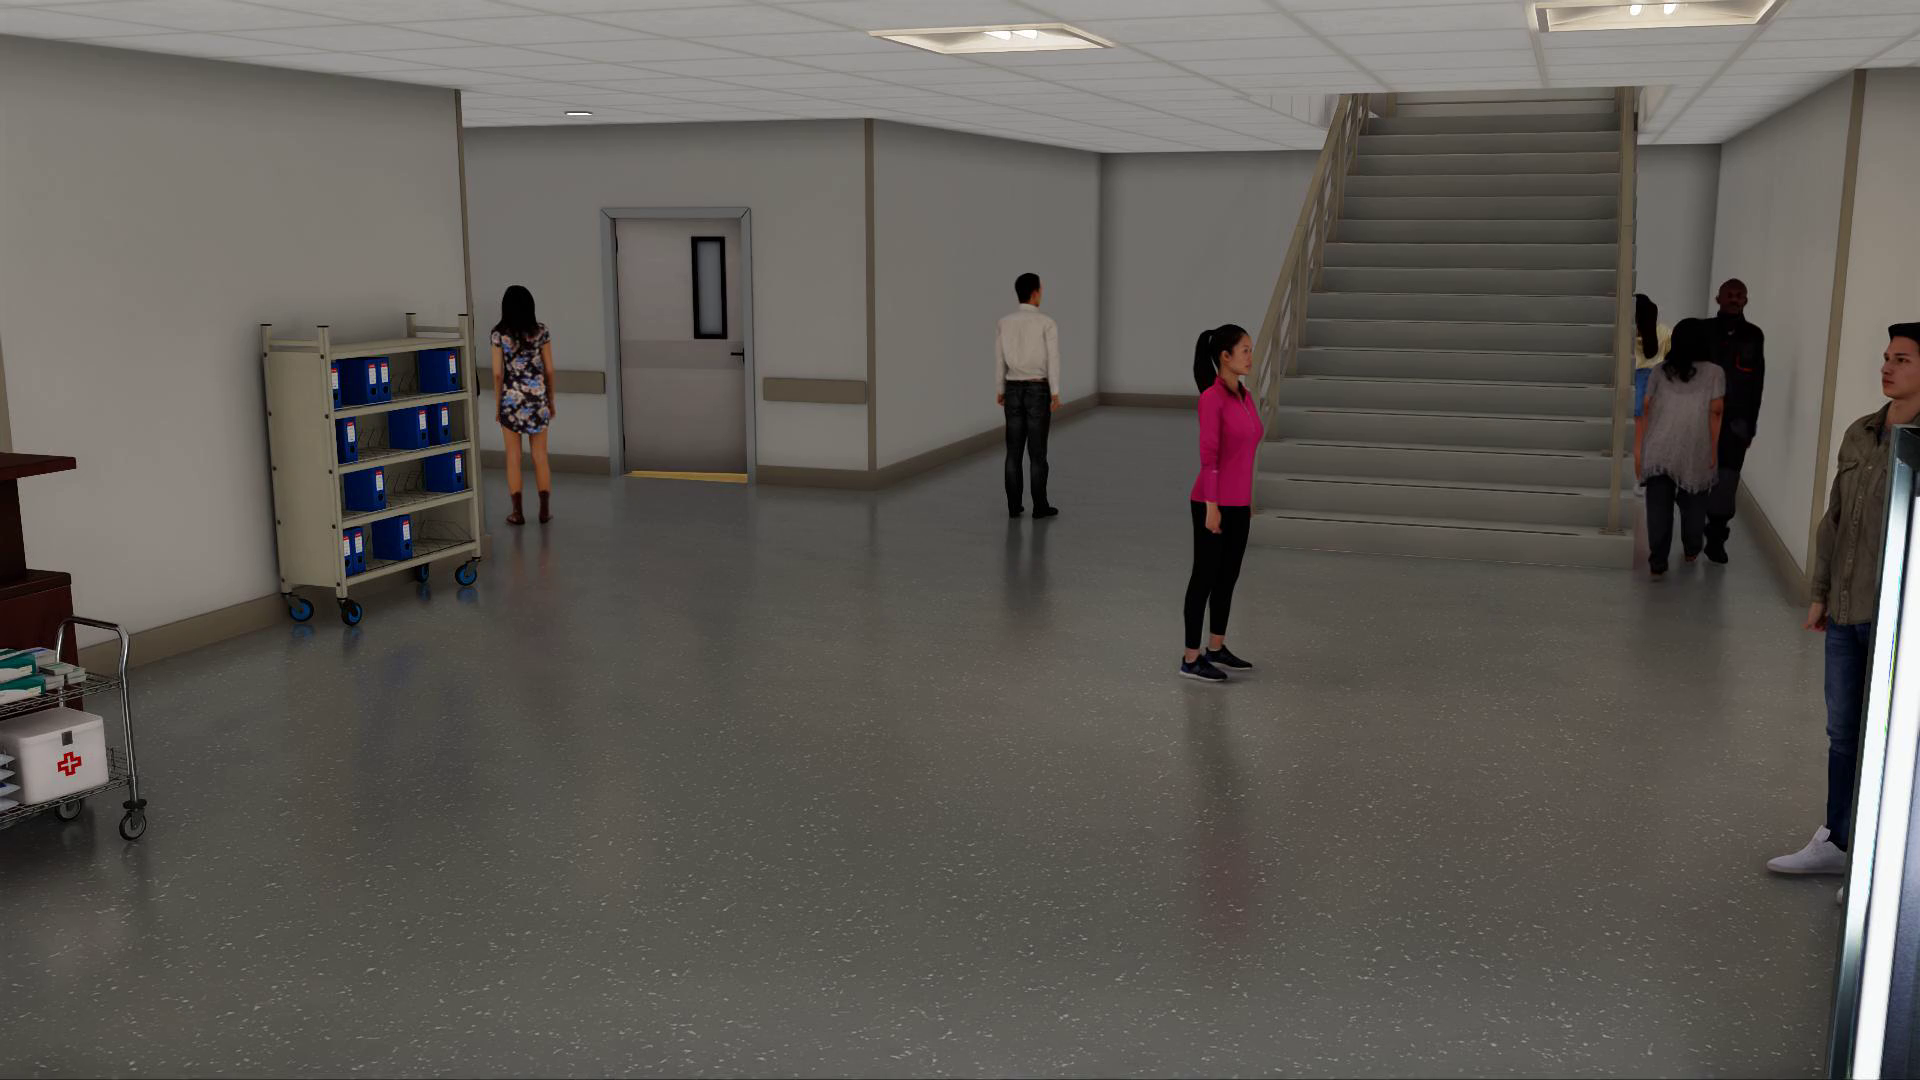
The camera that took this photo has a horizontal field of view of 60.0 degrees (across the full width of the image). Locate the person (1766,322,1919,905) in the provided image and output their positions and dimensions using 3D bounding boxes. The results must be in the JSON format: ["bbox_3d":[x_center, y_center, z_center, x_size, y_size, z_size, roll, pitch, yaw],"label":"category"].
[{"bbox_3d":[2.983,0.234,5.339,0.851,1.865,0.752,-3,11,-16],"label":"person"}]

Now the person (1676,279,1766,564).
[{"bbox_3d":[4.965,-0.800,10.953,0.689,1.803,1.084,3,11,17],"label":"person"}]

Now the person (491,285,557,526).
[{"bbox_3d":[-3.176,-0.984,12.111,0.670,1.733,0.725,-5,12,-23],"label":"person"}]

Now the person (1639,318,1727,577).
[{"bbox_3d":[4.401,-0.536,10.209,0.726,1.562,1.049,6,12,30],"label":"person"}]

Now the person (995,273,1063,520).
[{"bbox_3d":[0.497,-1.074,12.380,0.670,1.810,0.568,5,12,24],"label":"person"}]

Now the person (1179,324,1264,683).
[{"bbox_3d":[1.244,-0.180,7.973,0.708,1.696,0.588,8,14,37],"label":"person"}]
